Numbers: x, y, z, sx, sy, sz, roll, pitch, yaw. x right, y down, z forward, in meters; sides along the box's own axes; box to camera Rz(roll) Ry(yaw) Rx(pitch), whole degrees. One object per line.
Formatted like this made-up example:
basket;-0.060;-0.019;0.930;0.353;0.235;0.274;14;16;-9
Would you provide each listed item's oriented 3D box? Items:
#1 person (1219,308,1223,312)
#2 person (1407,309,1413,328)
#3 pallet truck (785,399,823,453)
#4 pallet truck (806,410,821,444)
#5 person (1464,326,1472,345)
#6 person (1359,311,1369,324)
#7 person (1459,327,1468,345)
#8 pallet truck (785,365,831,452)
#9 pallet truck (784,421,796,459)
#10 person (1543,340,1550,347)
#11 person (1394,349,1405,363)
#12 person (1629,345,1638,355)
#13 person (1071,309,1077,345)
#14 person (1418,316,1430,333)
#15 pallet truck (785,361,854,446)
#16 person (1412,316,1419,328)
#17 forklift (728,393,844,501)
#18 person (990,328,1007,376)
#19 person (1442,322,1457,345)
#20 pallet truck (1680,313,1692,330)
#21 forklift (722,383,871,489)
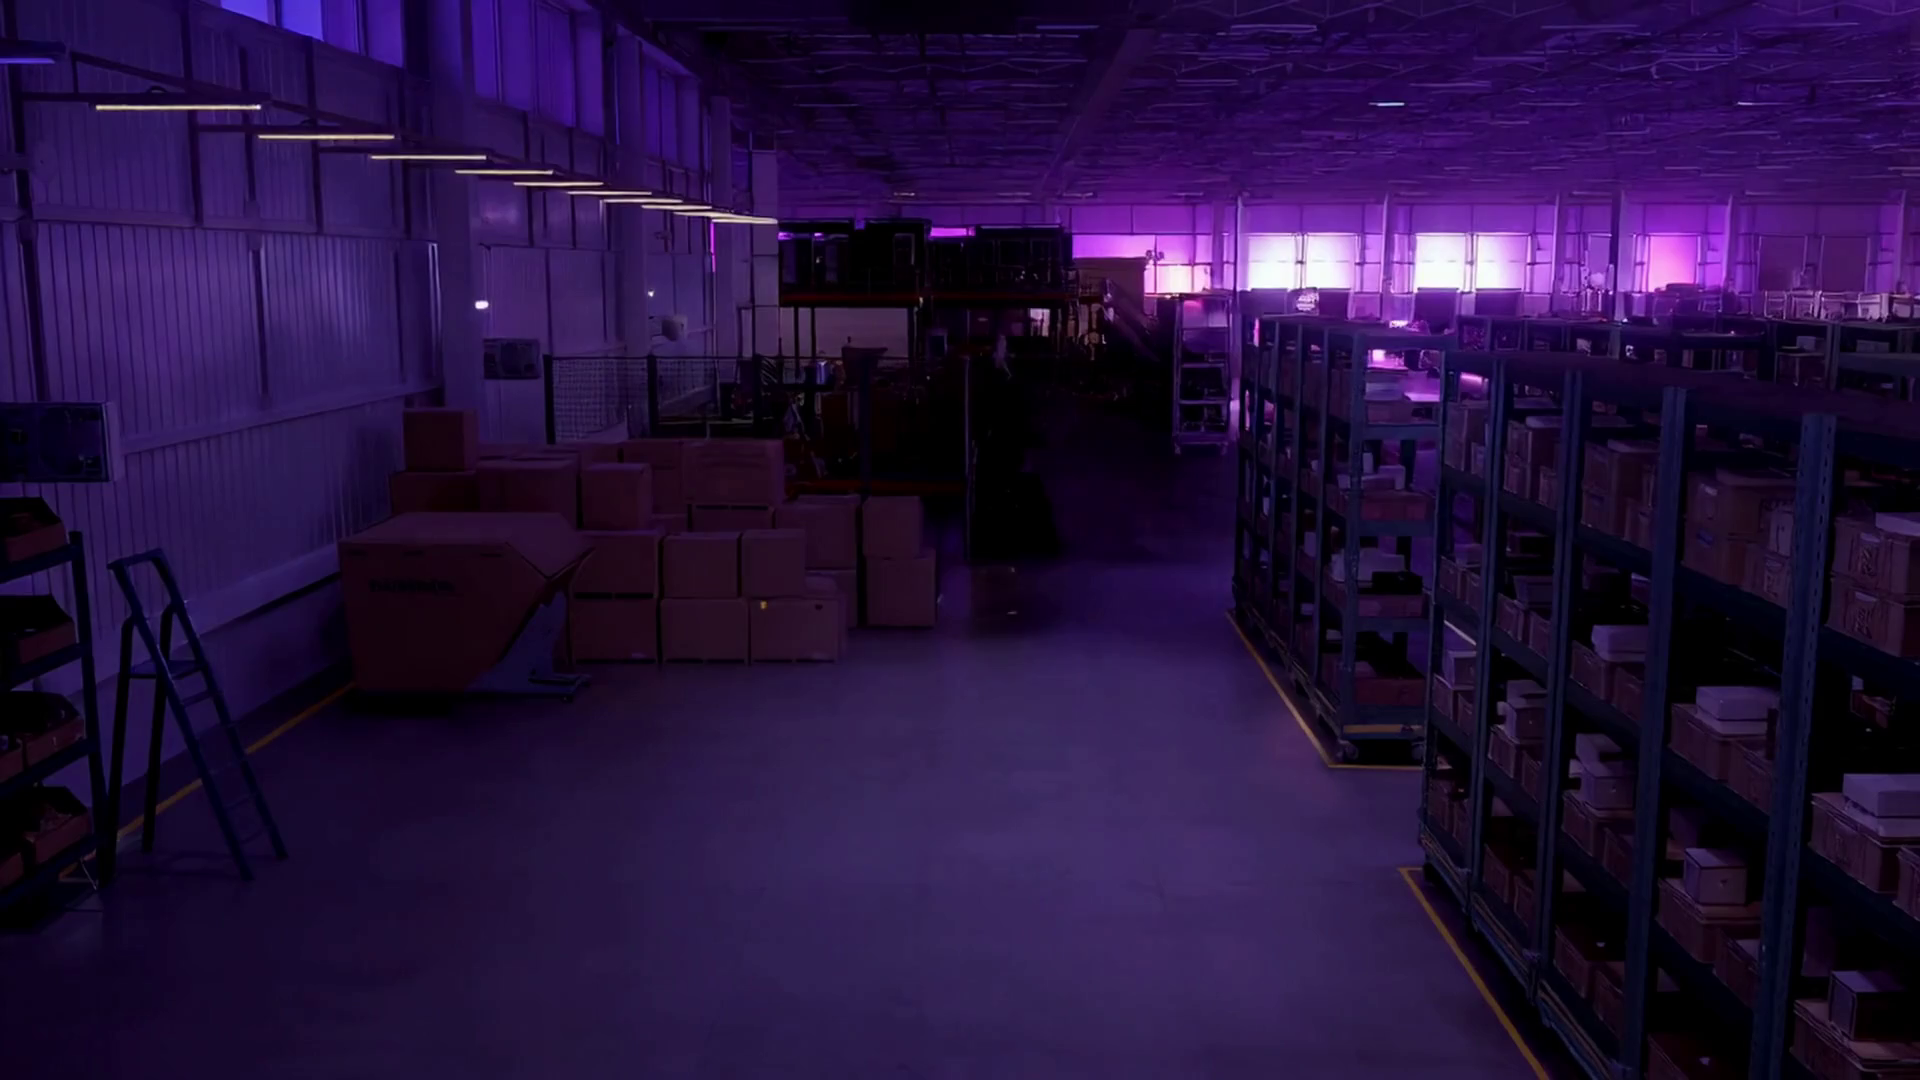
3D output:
person;15.121;-12.520;96.734;0.426;1.921;0.589;7;11;36
person;25.639;-12.208;94.838;0.398;1.919;0.586;7;12;38
pallet truck;-3.814;-2.432;36.419;1.630;1.274;0.653;0;9;1
pallet truck;-3.559;-2.018;33.905;1.522;1.261;0.704;0;9;-1
person;21.499;-8.259;70.771;0.526;1.820;0.958;6;11;35
person;21.893;-11.393;89.819;0.618;1.897;0.960;-7;12;-38
person;19.342;-7.250;64.063;1.070;1.998;0.629;-4;10;-25
pallet truck;-3.774;-2.976;37.635;1.885;1.965;0.823;1;9;5
pallet truck;-4.013;-1.793;32.705;1.601;1.201;0.680;0;9;1
person;19.103;-5.621;54.430;0.688;1.837;0.657;5;11;29
person;13.626;-5.073;51.325;0.534;1.758;0.346;-3;10;-16
person;24.245;-6.519;59.358;0.698;2.000;0.535;5;10;26
person;6.513;-11.796;92.120;0.674;1.971;0.626;-7;11;-37
person;22.537;-9.944;80.952;0.703;1.905;0.370;1;9;4
pallet truck;-3.410;-3.193;38.978;1.885;1.965;0.823;0;9;-1
person;22.645;-10.190;82.501;1.017;1.895;0.646;1;9;3
forklift;-2.979;-1.316;26.476;2.680;1.987;1.157;0;9;1
person;1.492;-7.361;65.111;0.792;1.851;0.596;2;9;12
person;22.113;-8.960;75.154;0.649;1.804;0.482;3;10;18
pallet truck;36.315;-10.531;84.244;0.823;1.965;1.885;-6;11;-33
forklift;-2.893;-1.687;28.729;2.680;1.987;1.157;0;9;-1
